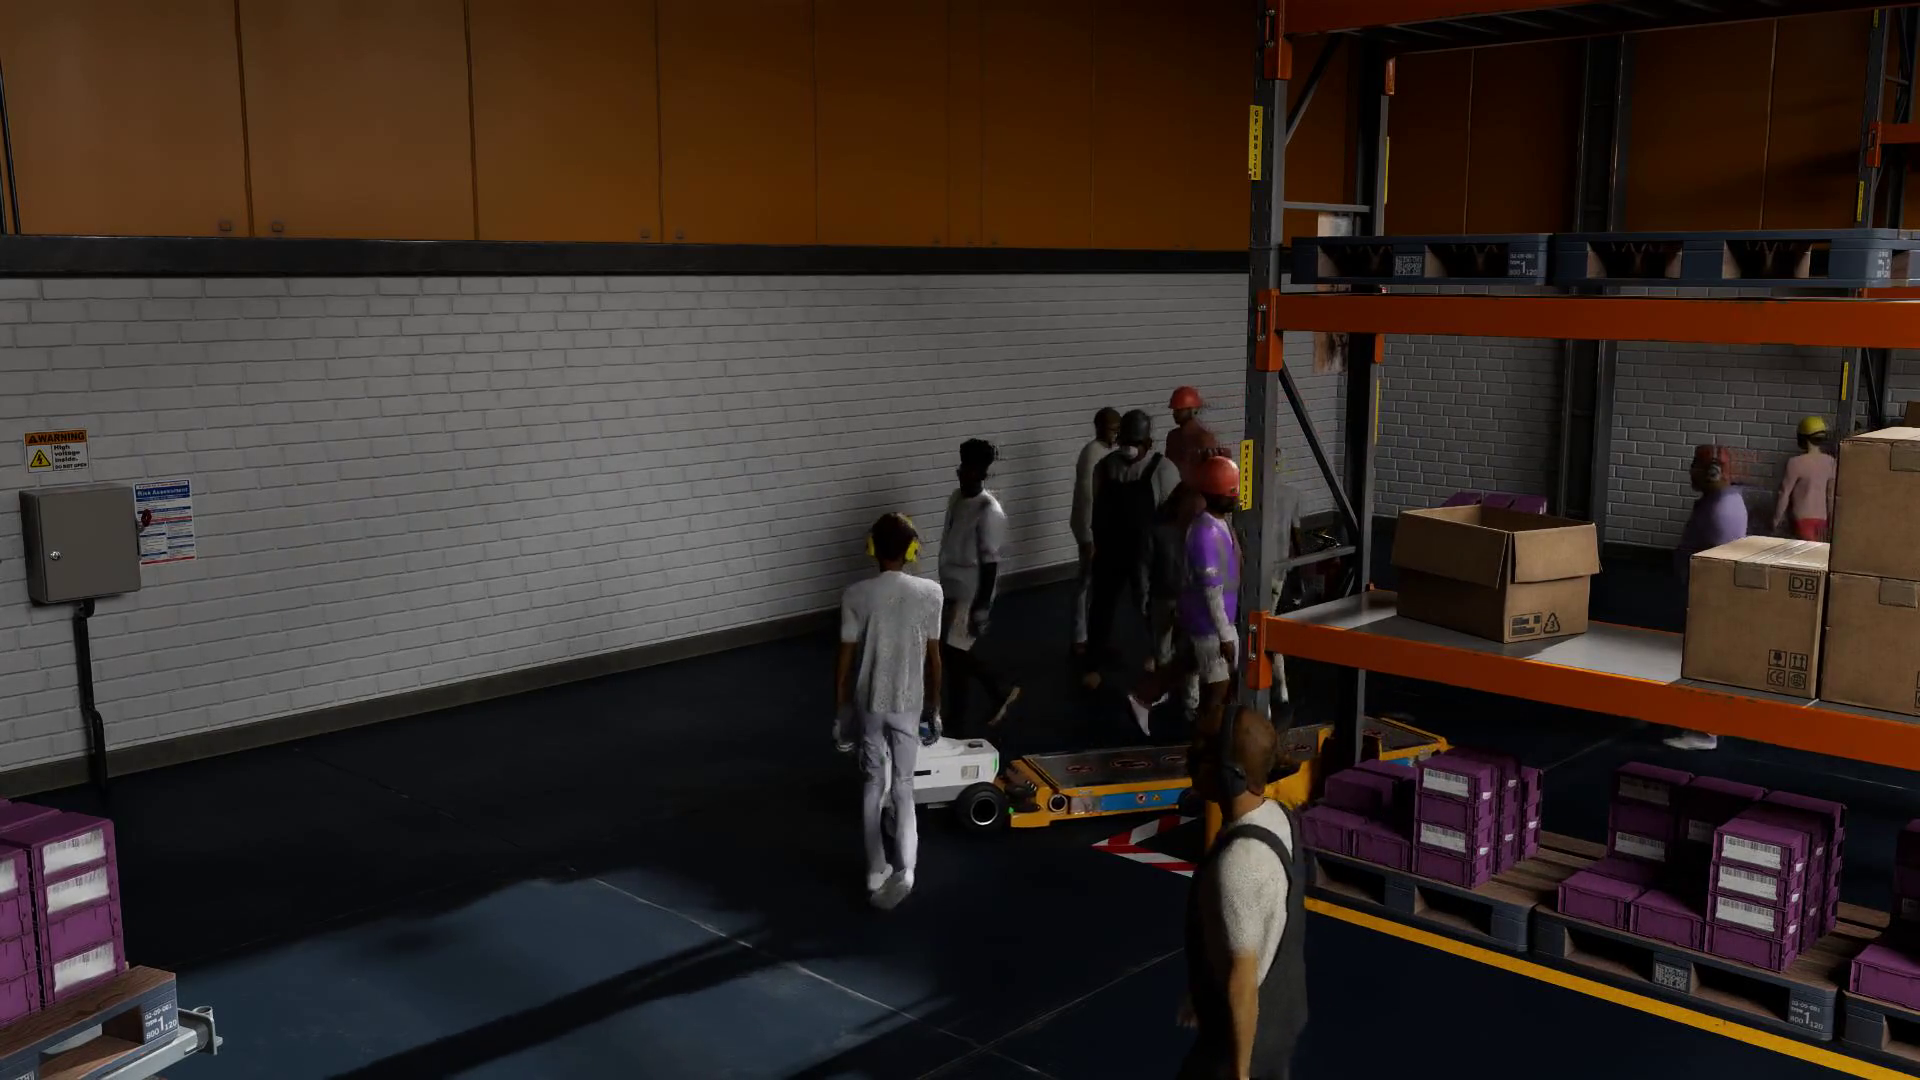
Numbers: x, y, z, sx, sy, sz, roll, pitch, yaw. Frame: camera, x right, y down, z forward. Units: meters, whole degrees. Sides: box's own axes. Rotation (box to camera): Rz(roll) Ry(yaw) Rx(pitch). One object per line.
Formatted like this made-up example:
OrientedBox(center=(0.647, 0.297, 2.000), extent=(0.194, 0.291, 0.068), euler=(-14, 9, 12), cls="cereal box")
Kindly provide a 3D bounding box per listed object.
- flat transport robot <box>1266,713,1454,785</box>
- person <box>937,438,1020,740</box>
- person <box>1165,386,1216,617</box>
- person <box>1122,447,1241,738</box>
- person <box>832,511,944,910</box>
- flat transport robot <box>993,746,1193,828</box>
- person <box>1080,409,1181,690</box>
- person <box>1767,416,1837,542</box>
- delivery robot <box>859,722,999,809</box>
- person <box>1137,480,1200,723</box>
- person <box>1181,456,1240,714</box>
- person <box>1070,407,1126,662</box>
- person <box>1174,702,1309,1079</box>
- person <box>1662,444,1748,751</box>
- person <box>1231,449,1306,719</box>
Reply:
OrientedBox(center=(2.240, 1.248, 9.674), extent=(1.431, 0.197, 0.652), euler=(-5, 10, -28), cls="flat transport robot")
OrientedBox(center=(0.043, 0.320, 10.279), extent=(0.655, 1.930, 0.646), euler=(-3, 10, -20), cls="person")
OrientedBox(center=(1.950, -0.317, 14.037), extent=(0.573, 1.976, 0.623), euler=(-5, 10, -26), cls="person")
OrientedBox(center=(1.452, 0.361, 10.201), extent=(0.818, 1.883, 0.655), euler=(1, 9, 3), cls="person")
OrientedBox(center=(-0.331, 0.800, 7.668), extent=(0.523, 1.831, 0.726), euler=(0, 9, 1), cls="person")
OrientedBox(center=(0.864, 1.332, 9.153), extent=(1.431, 0.197, 0.652), euler=(-3, 10, -16), cls="flat transport robot")
OrientedBox(center=(1.245, 0.014, 11.827), extent=(0.684, 2.000, 0.865), euler=(4, 10, 24), cls="person")
OrientedBox(center=(7.119, -0.179, 13.997), extent=(0.534, 1.725, 0.904), euler=(-4, 10, -22), cls="person")
OrientedBox(center=(-0.167, 1.205, 8.780), extent=(0.707, 0.478, 0.477), euler=(-3, 10, -16), cls="delivery robot")
OrientedBox(center=(1.428, 0.382, 10.950), extent=(0.527, 1.595, 0.640), euler=(1, 9, 9), cls="person")
OrientedBox(center=(1.526, 0.469, 9.444), extent=(0.528, 1.919, 0.562), euler=(3, 10, 17), cls="person")
OrientedBox(center=(1.074, -0.046, 12.587), extent=(0.524, 1.921, 0.688), euler=(3, 10, 18), cls="person")
OrientedBox(center=(0.640, 1.318, 4.546), extent=(0.818, 1.813, 0.521), euler=(5, 10, 27), cls="person")
OrientedBox(center=(4.528, 0.358, 10.146), extent=(0.432, 1.894, 0.670), euler=(4, 10, 23), cls="person")
OrientedBox(center=(1.978, 0.258, 10.919), extent=(0.546, 1.847, 0.393), euler=(-5, 10, -26), cls="person")
